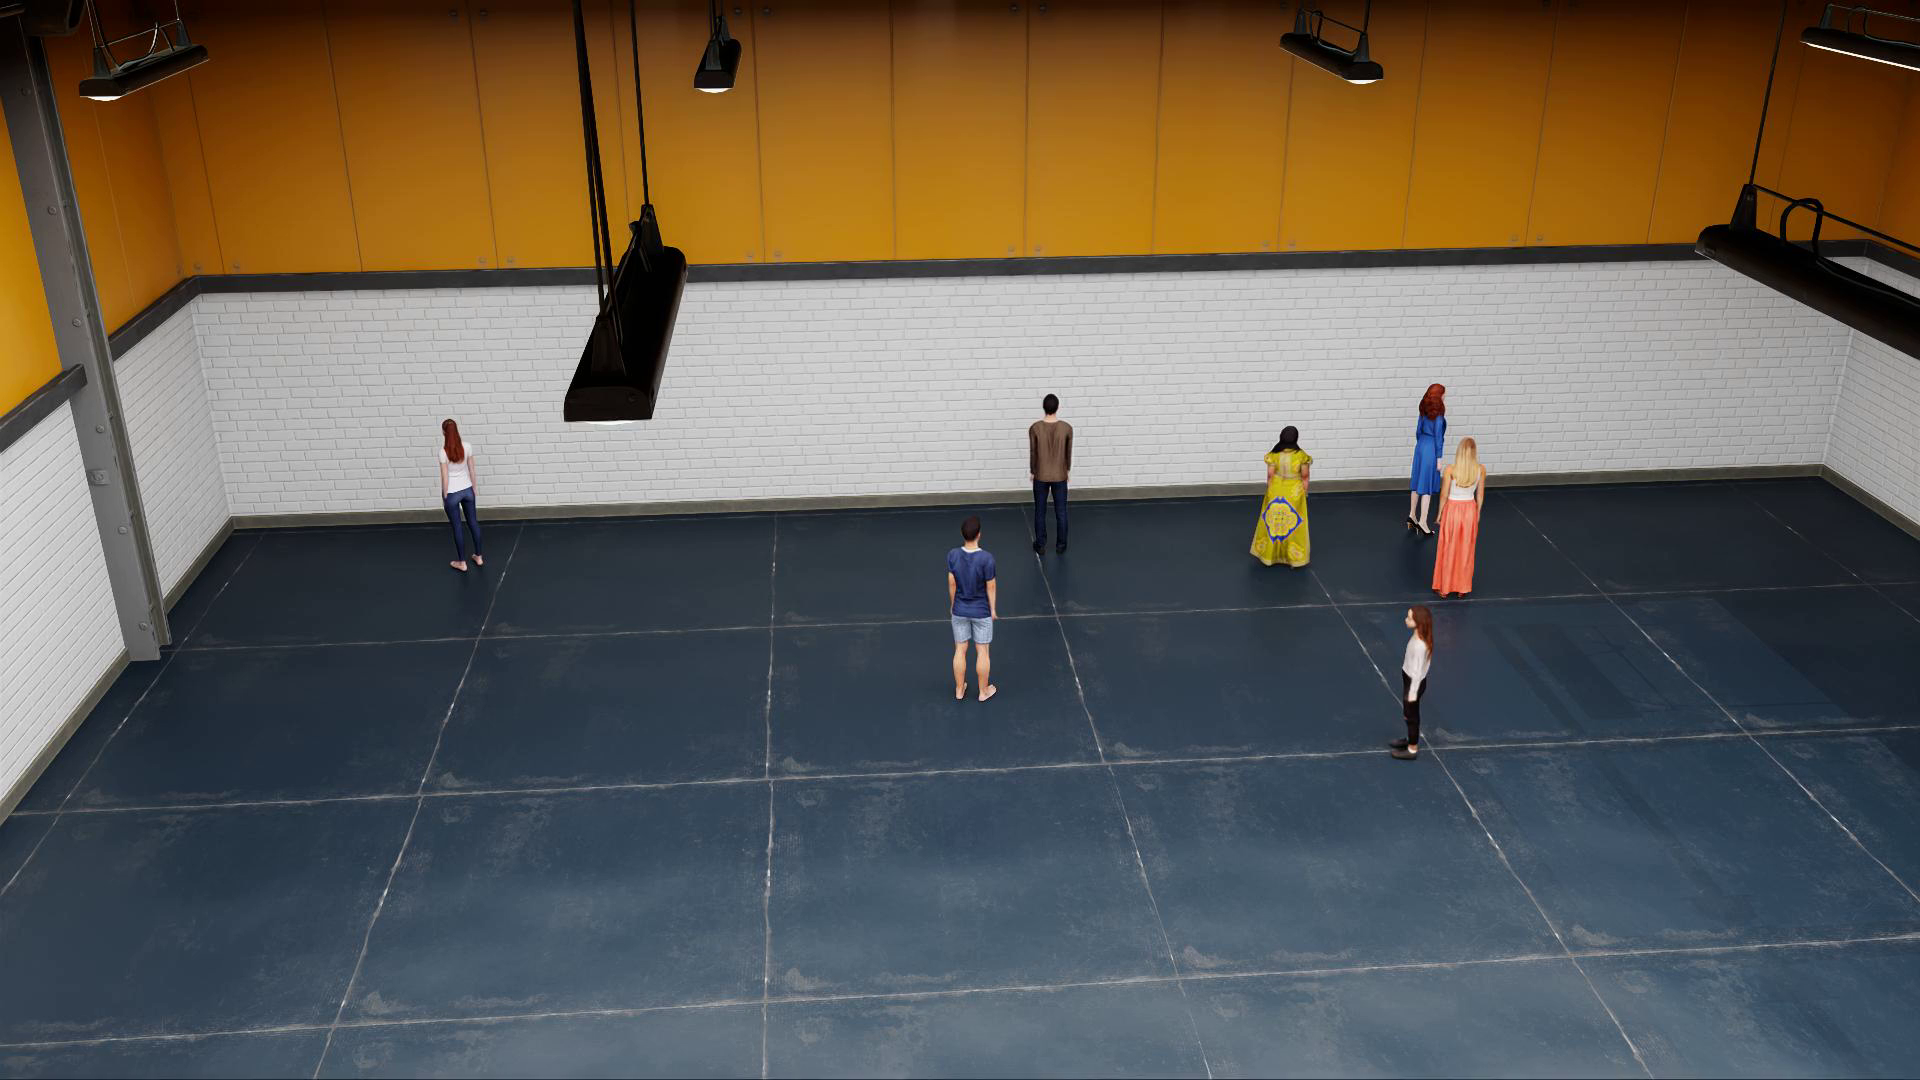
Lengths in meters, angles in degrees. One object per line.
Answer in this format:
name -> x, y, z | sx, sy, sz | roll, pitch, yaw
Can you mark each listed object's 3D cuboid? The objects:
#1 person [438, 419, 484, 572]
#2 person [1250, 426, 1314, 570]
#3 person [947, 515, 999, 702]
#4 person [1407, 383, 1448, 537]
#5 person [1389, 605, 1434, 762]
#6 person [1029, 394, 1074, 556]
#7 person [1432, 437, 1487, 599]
person -> -5.537, -0.509, 18.404 | 0.650, 1.739, 0.697 | -21, 31, -40
person -> 3.617, -0.483, 18.445 | 0.973, 1.660, 0.950 | 7, 25, 16
person -> 0.114, 0.648, 15.620 | 0.689, 1.850, 0.675 | 6, 24, 14
person -> 5.418, -0.941, 19.282 | 0.721, 1.828, 0.569 | -7, 25, -15
person -> 4.026, 1.249, 14.704 | 0.658, 1.481, 0.511 | 5, 24, 12
person -> 1.017, -0.741, 18.750 | 0.655, 1.888, 0.579 | -1, 24, -2
person -> 5.320, -0.242, 17.715 | 0.644, 1.803, 0.608 | 1, 24, 2
